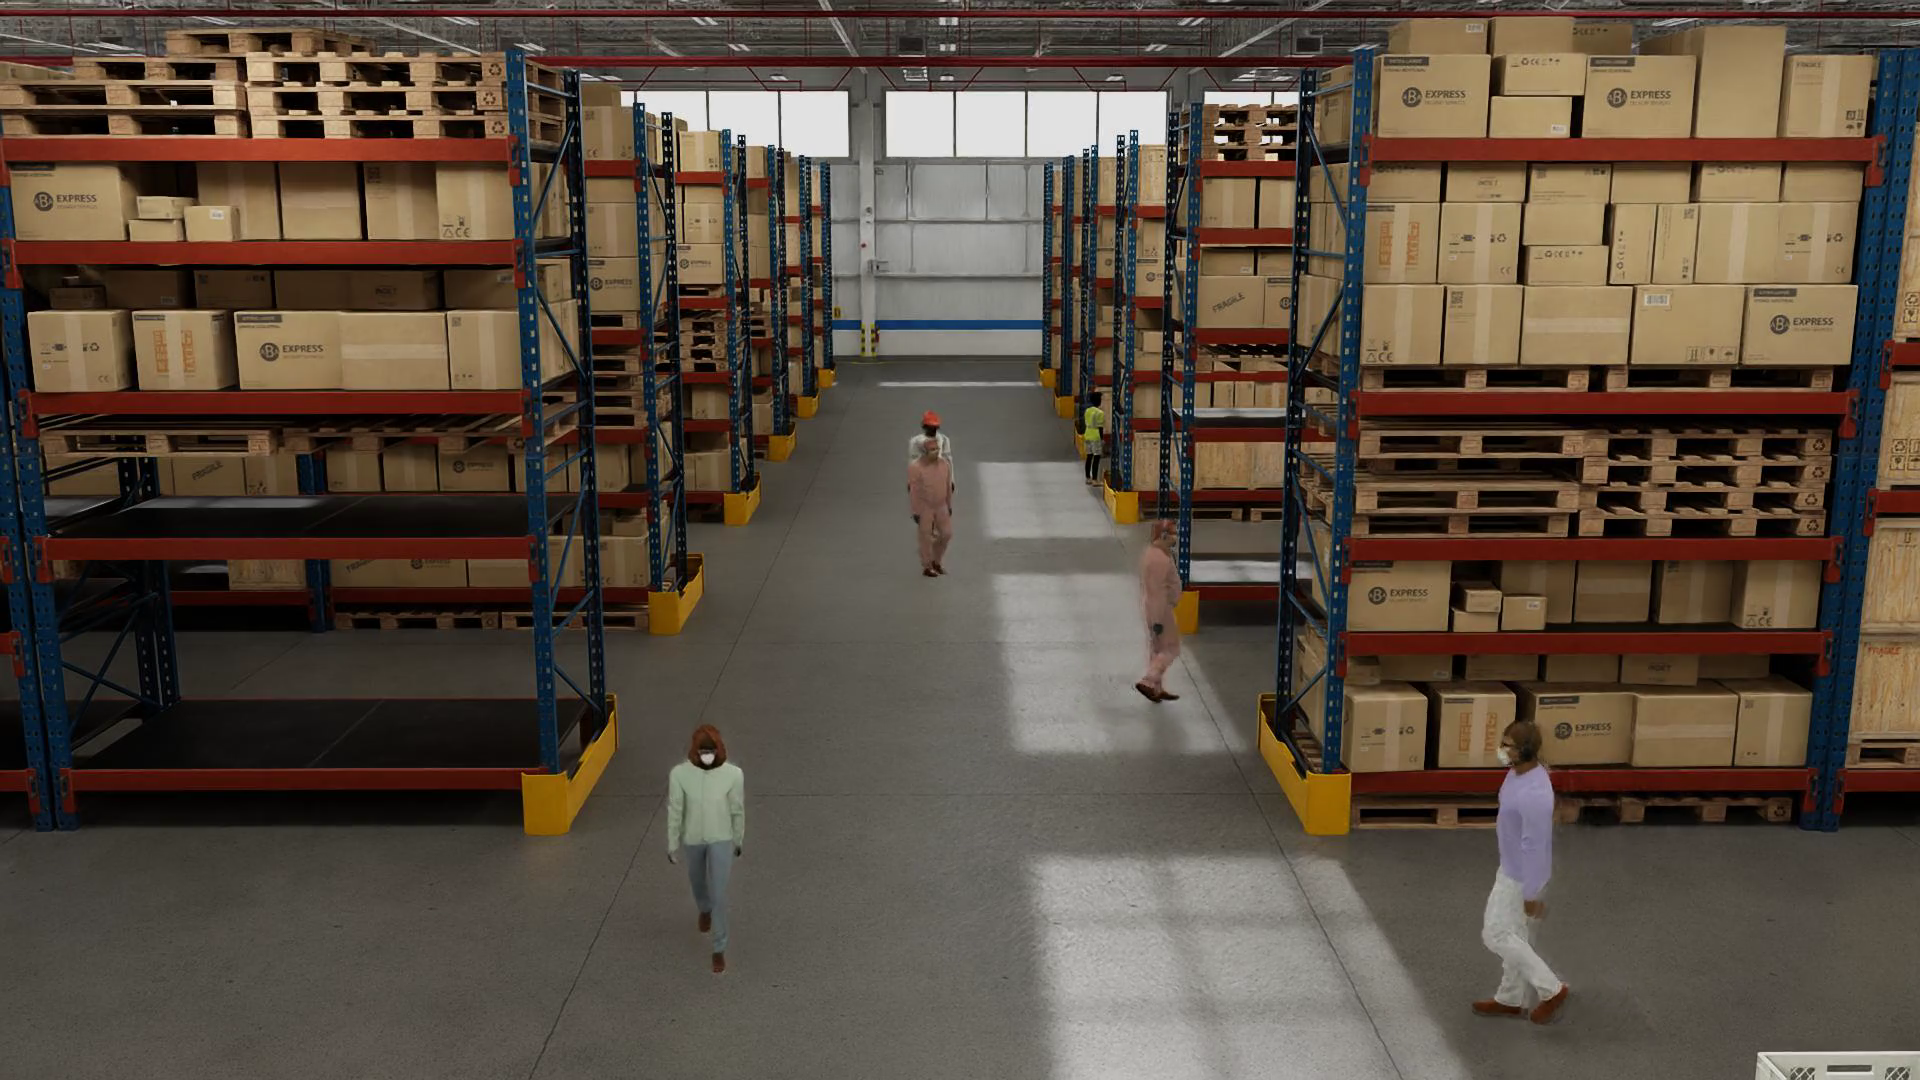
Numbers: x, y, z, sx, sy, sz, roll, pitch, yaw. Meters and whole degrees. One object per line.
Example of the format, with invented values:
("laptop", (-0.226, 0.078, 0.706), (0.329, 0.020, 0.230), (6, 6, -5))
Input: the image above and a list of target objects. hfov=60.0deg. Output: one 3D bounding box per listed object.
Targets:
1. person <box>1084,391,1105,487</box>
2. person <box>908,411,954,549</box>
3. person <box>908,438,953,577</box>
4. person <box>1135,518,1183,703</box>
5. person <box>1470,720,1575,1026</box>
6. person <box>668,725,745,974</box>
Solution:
("person", (2.388, -1.796, 29.568), (0.319, 1.695, 0.535), (-6, 13, -26))
("person", (-0.402, -0.886, 24.316), (0.632, 1.978, 1.082), (-4, 12, -21))
("person", (-0.359, -0.429, 22.279), (0.679, 1.889, 0.461), (-7, 14, -33))
("person", (2.034, 0.711, 16.648), (0.422, 1.893, 0.645), (0, 11, -1))
("person", (3.417, 2.023, 10.056), (0.508, 1.928, 0.631), (3, 12, 16))
("person", (-1.678, 1.976, 11.089), (0.499, 1.601, 0.791), (0, 11, -1))
